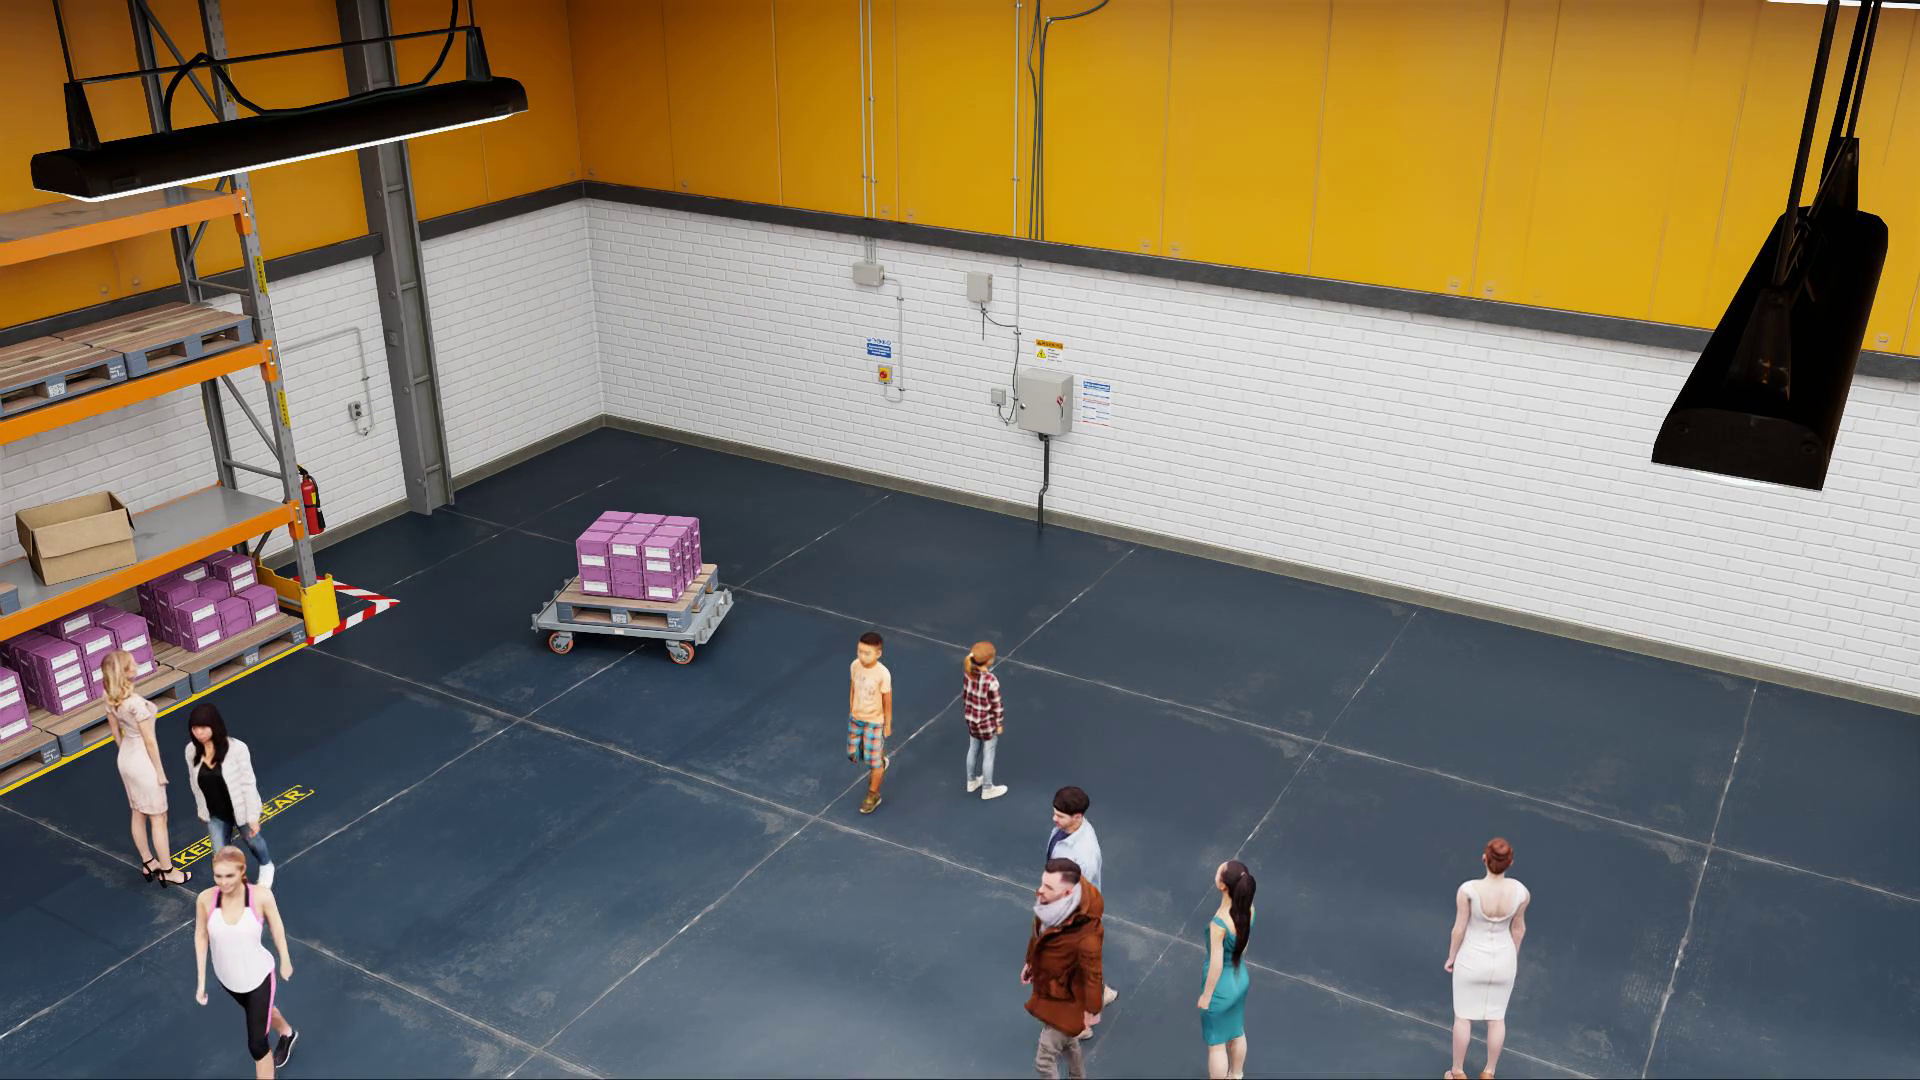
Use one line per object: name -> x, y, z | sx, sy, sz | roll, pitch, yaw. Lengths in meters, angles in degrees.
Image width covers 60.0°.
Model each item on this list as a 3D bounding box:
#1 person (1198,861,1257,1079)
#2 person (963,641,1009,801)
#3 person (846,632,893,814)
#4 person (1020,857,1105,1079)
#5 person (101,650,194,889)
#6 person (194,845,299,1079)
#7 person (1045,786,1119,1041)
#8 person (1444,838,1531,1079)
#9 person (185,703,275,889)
person -> 1.519, 2.556, 9.528 | 0.657, 1.686, 0.474 | 19, 30, 37
person -> 0.170, 1.364, 12.731 | 0.577, 1.305, 0.584 | -21, 31, -40
person -> -0.651, 1.334, 12.615 | 0.549, 1.453, 0.699 | 15, 28, 30
person -> 0.662, 2.538, 9.407 | 0.987, 1.815, 0.925 | -8, 25, -17
person -> -5.706, 1.591, 11.555 | 0.561, 1.830, 0.491 | 14, 27, 28
person -> -4.097, 2.480, 9.631 | 1.008, 1.743, 1.247 | 0, 24, 0
person -> 0.773, 2.263, 10.063 | 0.942, 1.794, 0.870 | -3, 24, -7
person -> 3.024, 2.467, 9.602 | 0.637, 1.790, 0.617 | 3, 24, 6
person -> -4.946, 1.802, 11.359 | 0.989, 1.601, 1.134 | -1, 24, -3
